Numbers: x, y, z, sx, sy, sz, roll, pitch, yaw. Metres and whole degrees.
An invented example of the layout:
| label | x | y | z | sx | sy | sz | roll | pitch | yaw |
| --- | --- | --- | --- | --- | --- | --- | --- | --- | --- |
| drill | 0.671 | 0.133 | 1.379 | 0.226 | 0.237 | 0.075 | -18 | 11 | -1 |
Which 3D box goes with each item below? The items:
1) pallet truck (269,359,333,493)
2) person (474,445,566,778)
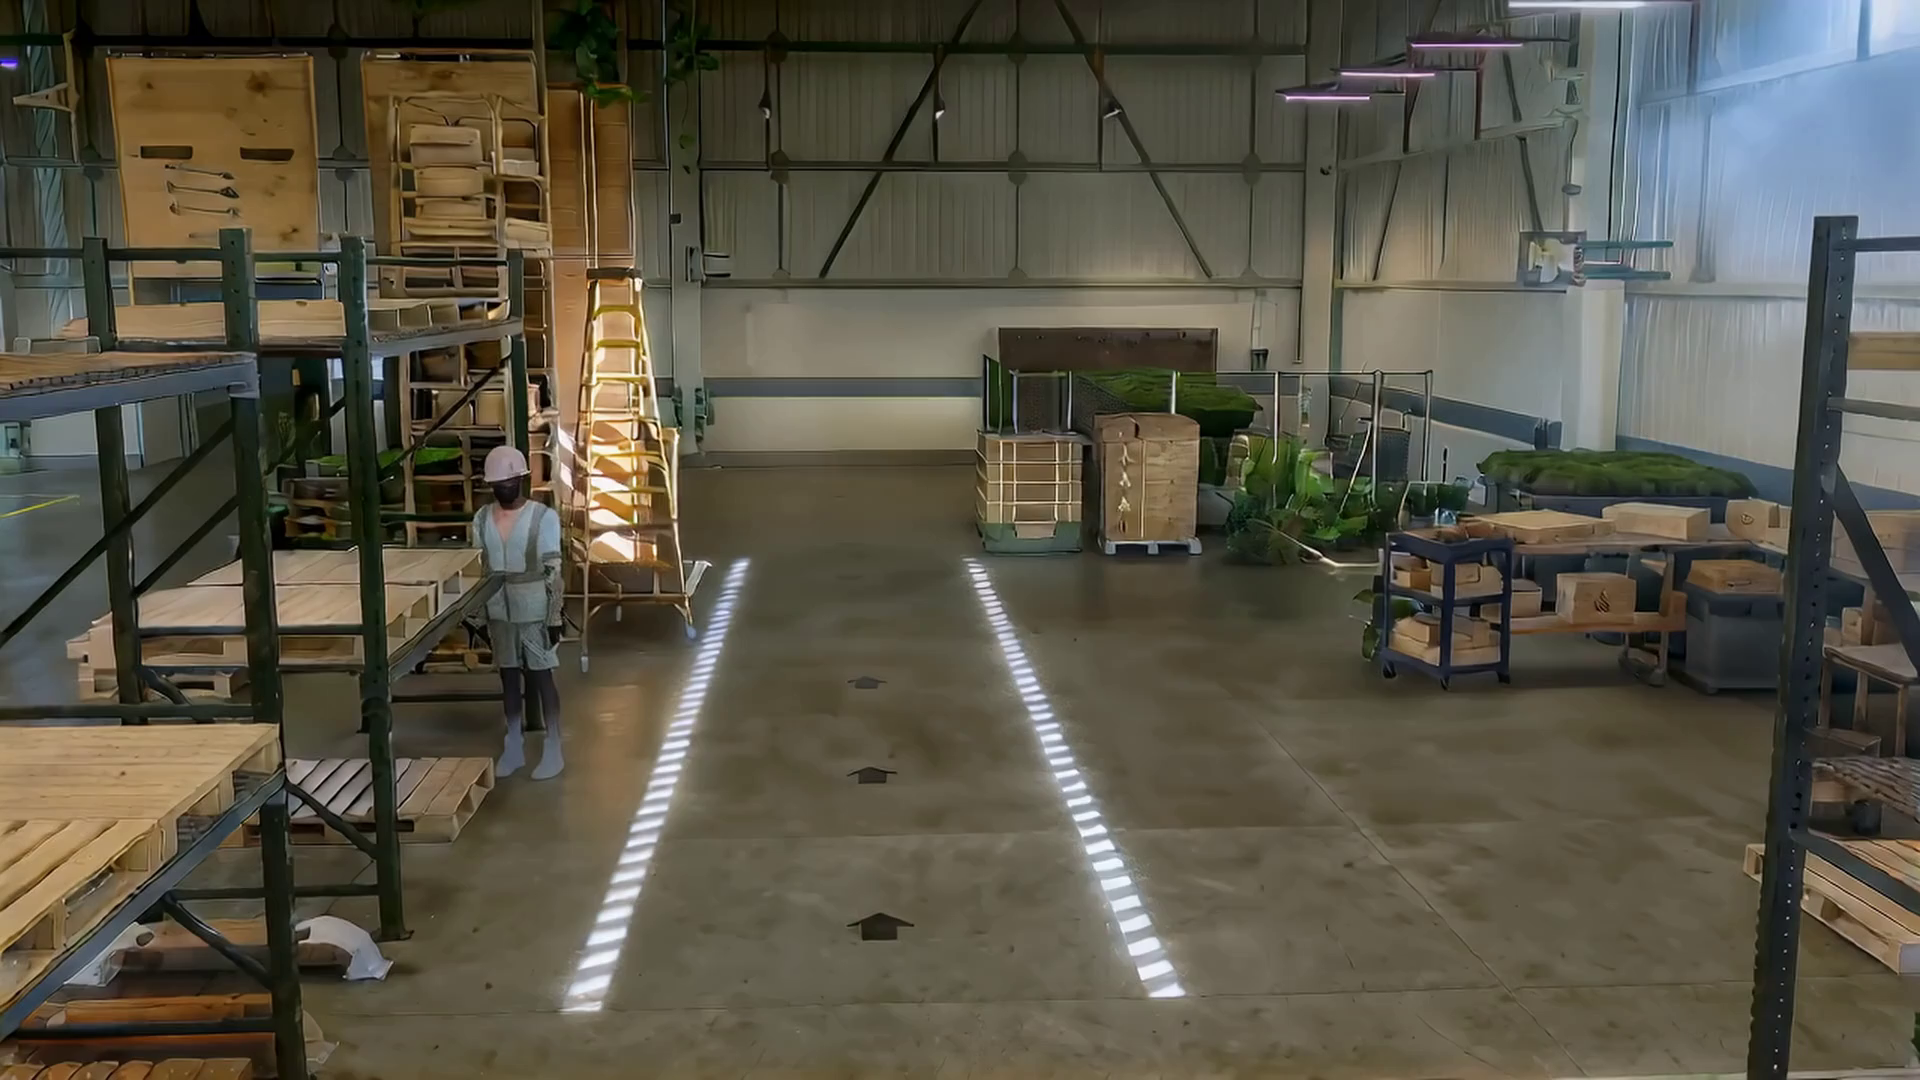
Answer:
| label | x | y | z | sx | sy | sz | roll | pitch | yaw |
| --- | --- | --- | --- | --- | --- | --- | --- | --- | --- |
| pallet truck | -7.062 | -1.131 | 18.996 | 1.885 | 1.965 | 0.823 | 2 | 9 | 13 |
| person | -2.538 | 0.414 | 9.527 | 0.544 | 1.932 | 0.375 | 3 | 9 | 15 |
